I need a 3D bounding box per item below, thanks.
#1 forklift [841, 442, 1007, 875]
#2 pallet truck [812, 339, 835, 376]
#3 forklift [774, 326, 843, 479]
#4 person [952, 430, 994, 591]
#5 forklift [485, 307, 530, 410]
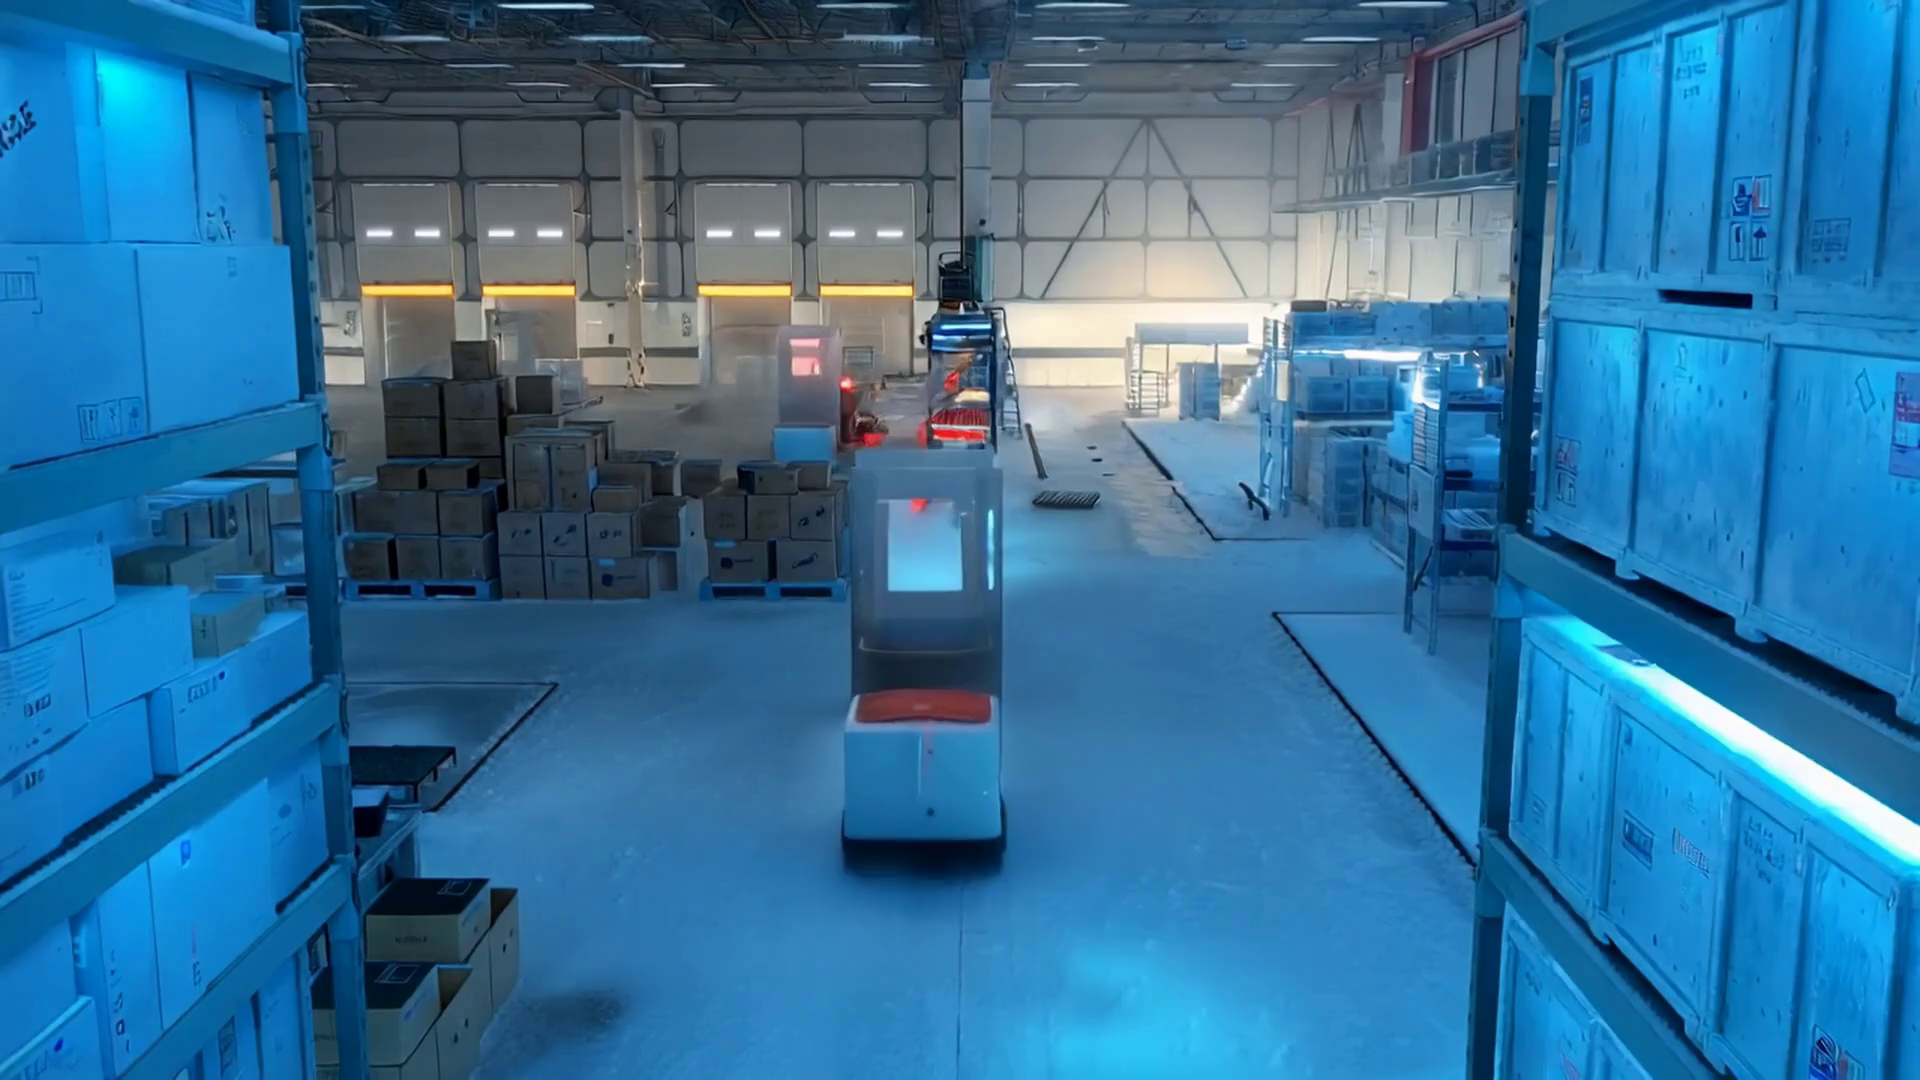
[{"bbox_3d":[-0.242,0.713,11.589,1.129,2.768,1.873,0,10,1],"label":"forklift"},{"bbox_3d":[-3.021,-4.312,43.126,1.885,1.965,0.823,3,10,17],"label":"pallet truck"},{"bbox_3d":[-2.729,-2.428,29.712,1.129,2.768,1.873,0,10,1],"label":"forklift"},{"bbox_3d":[0.183,-0.345,20.241,0.622,1.993,0.381,-5,11,-29],"label":"person"},{"bbox_3d":[-10.754,-4.150,39.646,1.129,2.768,1.873,0,10,1],"label":"forklift"}]
